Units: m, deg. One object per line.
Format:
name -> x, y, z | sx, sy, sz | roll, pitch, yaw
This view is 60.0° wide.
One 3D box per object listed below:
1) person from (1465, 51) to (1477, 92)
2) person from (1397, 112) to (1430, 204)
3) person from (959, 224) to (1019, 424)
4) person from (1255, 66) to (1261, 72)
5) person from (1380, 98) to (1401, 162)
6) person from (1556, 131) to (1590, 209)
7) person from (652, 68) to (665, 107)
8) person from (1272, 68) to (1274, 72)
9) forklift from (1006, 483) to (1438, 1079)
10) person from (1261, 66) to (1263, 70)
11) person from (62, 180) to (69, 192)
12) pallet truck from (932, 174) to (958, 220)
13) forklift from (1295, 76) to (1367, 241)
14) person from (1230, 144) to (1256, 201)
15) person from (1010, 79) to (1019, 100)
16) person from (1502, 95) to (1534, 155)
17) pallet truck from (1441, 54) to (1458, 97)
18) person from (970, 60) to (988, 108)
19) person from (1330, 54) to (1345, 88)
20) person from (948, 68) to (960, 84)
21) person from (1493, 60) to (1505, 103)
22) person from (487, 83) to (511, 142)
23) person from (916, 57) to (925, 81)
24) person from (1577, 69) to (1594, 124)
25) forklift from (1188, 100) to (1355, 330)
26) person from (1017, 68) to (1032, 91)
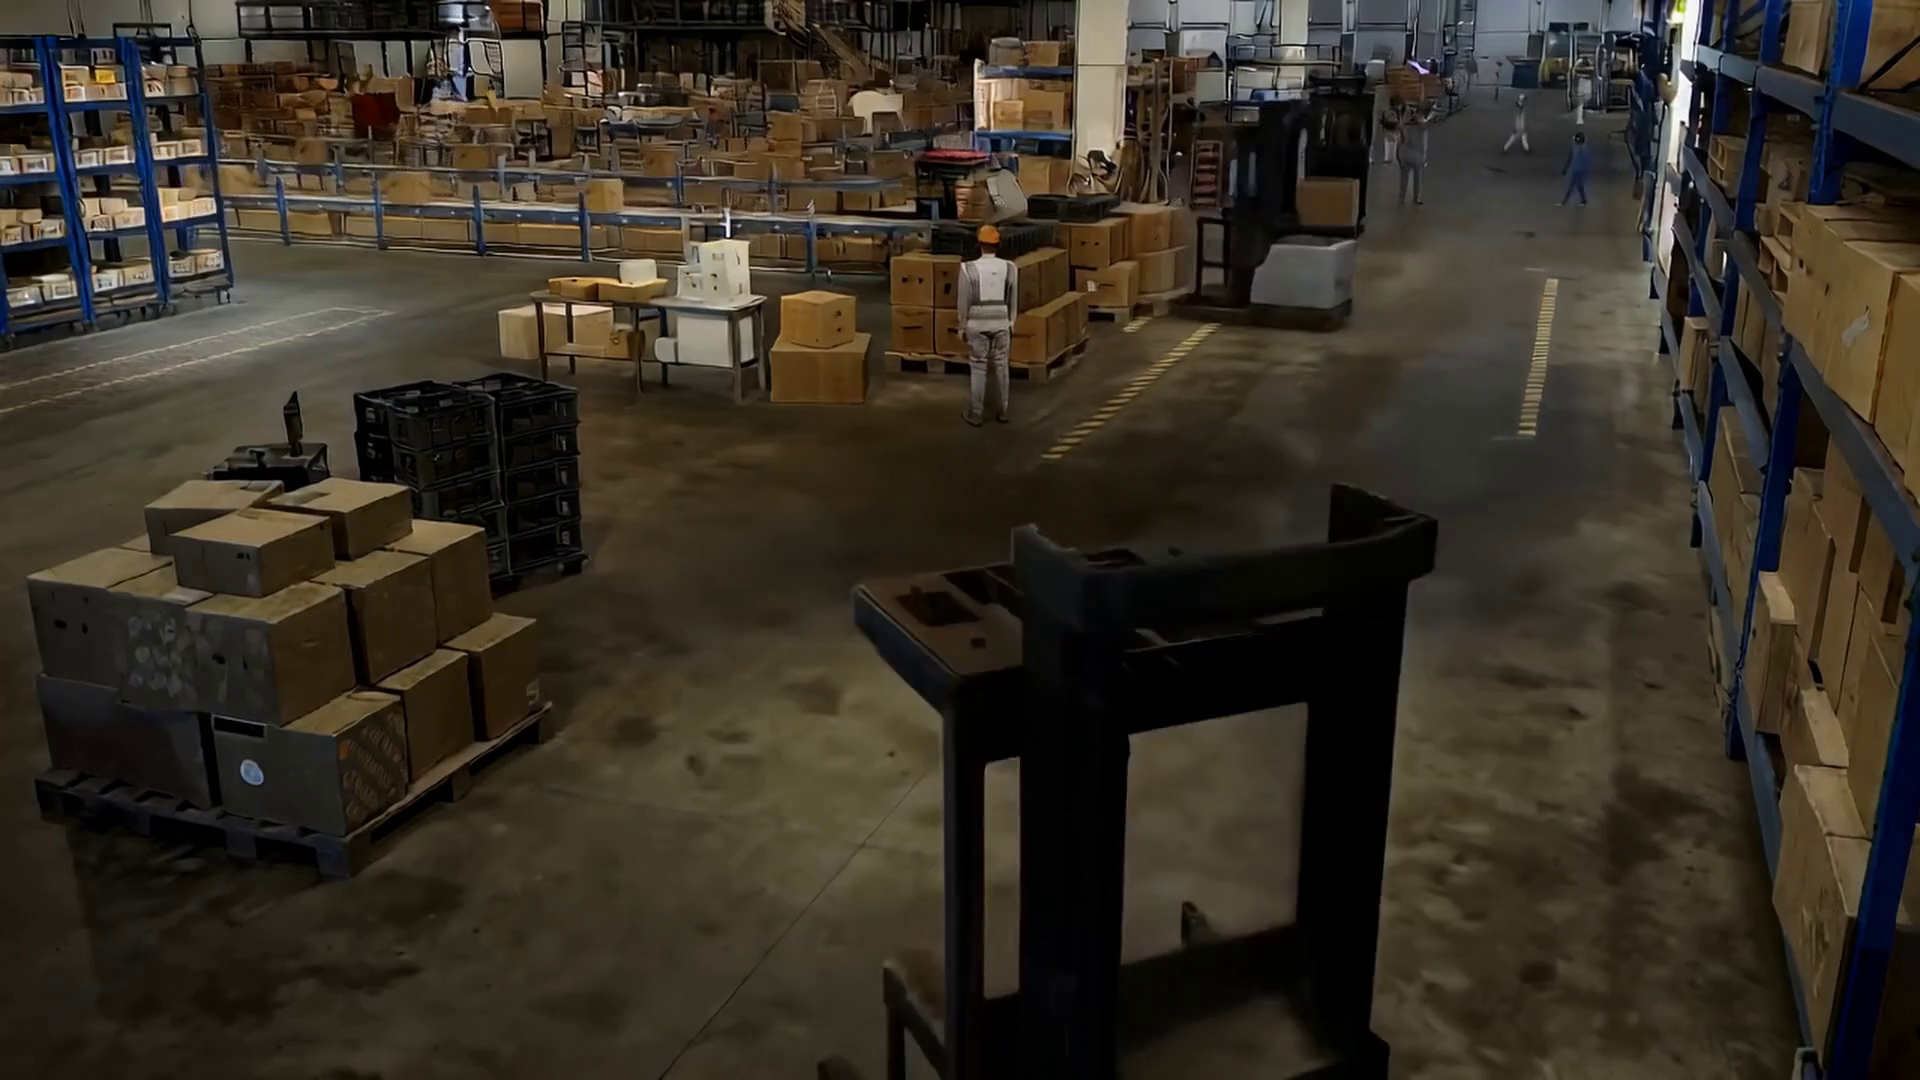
person -> 25.665, -23.541, 83.592 | 0.622, 1.975, 0.521 | 2, 18, 7
person -> 9.546, -8.058, 35.076 | 0.641, 1.900, 0.395 | 5, 18, 17
person -> 0.276, -2.113, 16.306 | 0.614, 1.946, 0.390 | -6, 19, -18
person -> 15.130, -23.778, 84.837 | 0.718, 1.676, 0.538 | -1, 18, -5
person -> 11.598, -11.053, 44.812 | 0.560, 1.679, 0.461 | 8, 19, 24
person -> 12.682, -7.597, 34.134 | 0.890, 1.580, 0.515 | -6, 19, -17
person -> -11.831, -17.624, 65.334 | 0.532, 1.772, 0.300 | 9, 20, 26
person -> 13.742, -20.066, 72.946 | 0.917, 1.834, 0.530 | 10, 20, 29
forklift -> 0.603, 1.277, 4.143 | 1.129, 2.768, 1.873 | -7, 19, -22
person -> 16.461, -26.018, 91.451 | 0.369, 1.925, 0.594 | 7, 19, 21
person -> -15.395, -5.865, 28.173 | 0.400, 1.905, 0.643 | 15, 23, 40
pallet truck -> -0.507, -5.292, 27.348 | 0.653, 1.274, 1.630 | 6, 19, 19
forklift -> 6.598, -6.755, 29.381 | 1.129, 2.768, 1.873 | 6, 19, 19
person -> 4.999, -6.071, 28.954 | 0.611, 1.806, 0.730 | 5, 18, 14
person -> 1.989, -15.658, 58.903 | 0.409, 1.920, 0.553 | -4, 18, -12
person -> 15.827, -11.741, 47.046 | 0.876, 1.653, 0.539 | 2, 18, 7
pallet truck -> 22.765, -21.886, 78.355 | 0.823, 1.965, 1.885 | -4, 18, -14
person -> 0.747, -18.768, 68.581 | 1.054, 1.999, 0.611 | 6, 18, 17
person -> 19.796, -24.480, 86.932 | 0.831, 1.733, 0.525 | 5, 18, 15
person -> -0.142, -16.790, 62.587 | 0.601, 1.855, 0.737 | -16, 23, -40
person -> 23.966, -20.389, 73.908 | 0.429, 1.841, 0.636 | 2, 18, 7
person -> -14.116, -13.001, 50.740 | 0.966, 1.811, 0.547 | 5, 18, 15
person -> -1.756, -20.944, 75.542 | 0.431, 1.911, 0.599 | -7, 19, -21
person -> 22.474, -15.928, 59.760 | 0.394, 1.929, 0.539 | 3, 18, 8
forklift -> 4.085, -4.225, 21.431 | 1.873, 2.768, 1.129 | 9, 20, 27
person -> 2.464, -17.483, 64.452 | 0.676, 2.000, 0.536 | 0, 18, 1
